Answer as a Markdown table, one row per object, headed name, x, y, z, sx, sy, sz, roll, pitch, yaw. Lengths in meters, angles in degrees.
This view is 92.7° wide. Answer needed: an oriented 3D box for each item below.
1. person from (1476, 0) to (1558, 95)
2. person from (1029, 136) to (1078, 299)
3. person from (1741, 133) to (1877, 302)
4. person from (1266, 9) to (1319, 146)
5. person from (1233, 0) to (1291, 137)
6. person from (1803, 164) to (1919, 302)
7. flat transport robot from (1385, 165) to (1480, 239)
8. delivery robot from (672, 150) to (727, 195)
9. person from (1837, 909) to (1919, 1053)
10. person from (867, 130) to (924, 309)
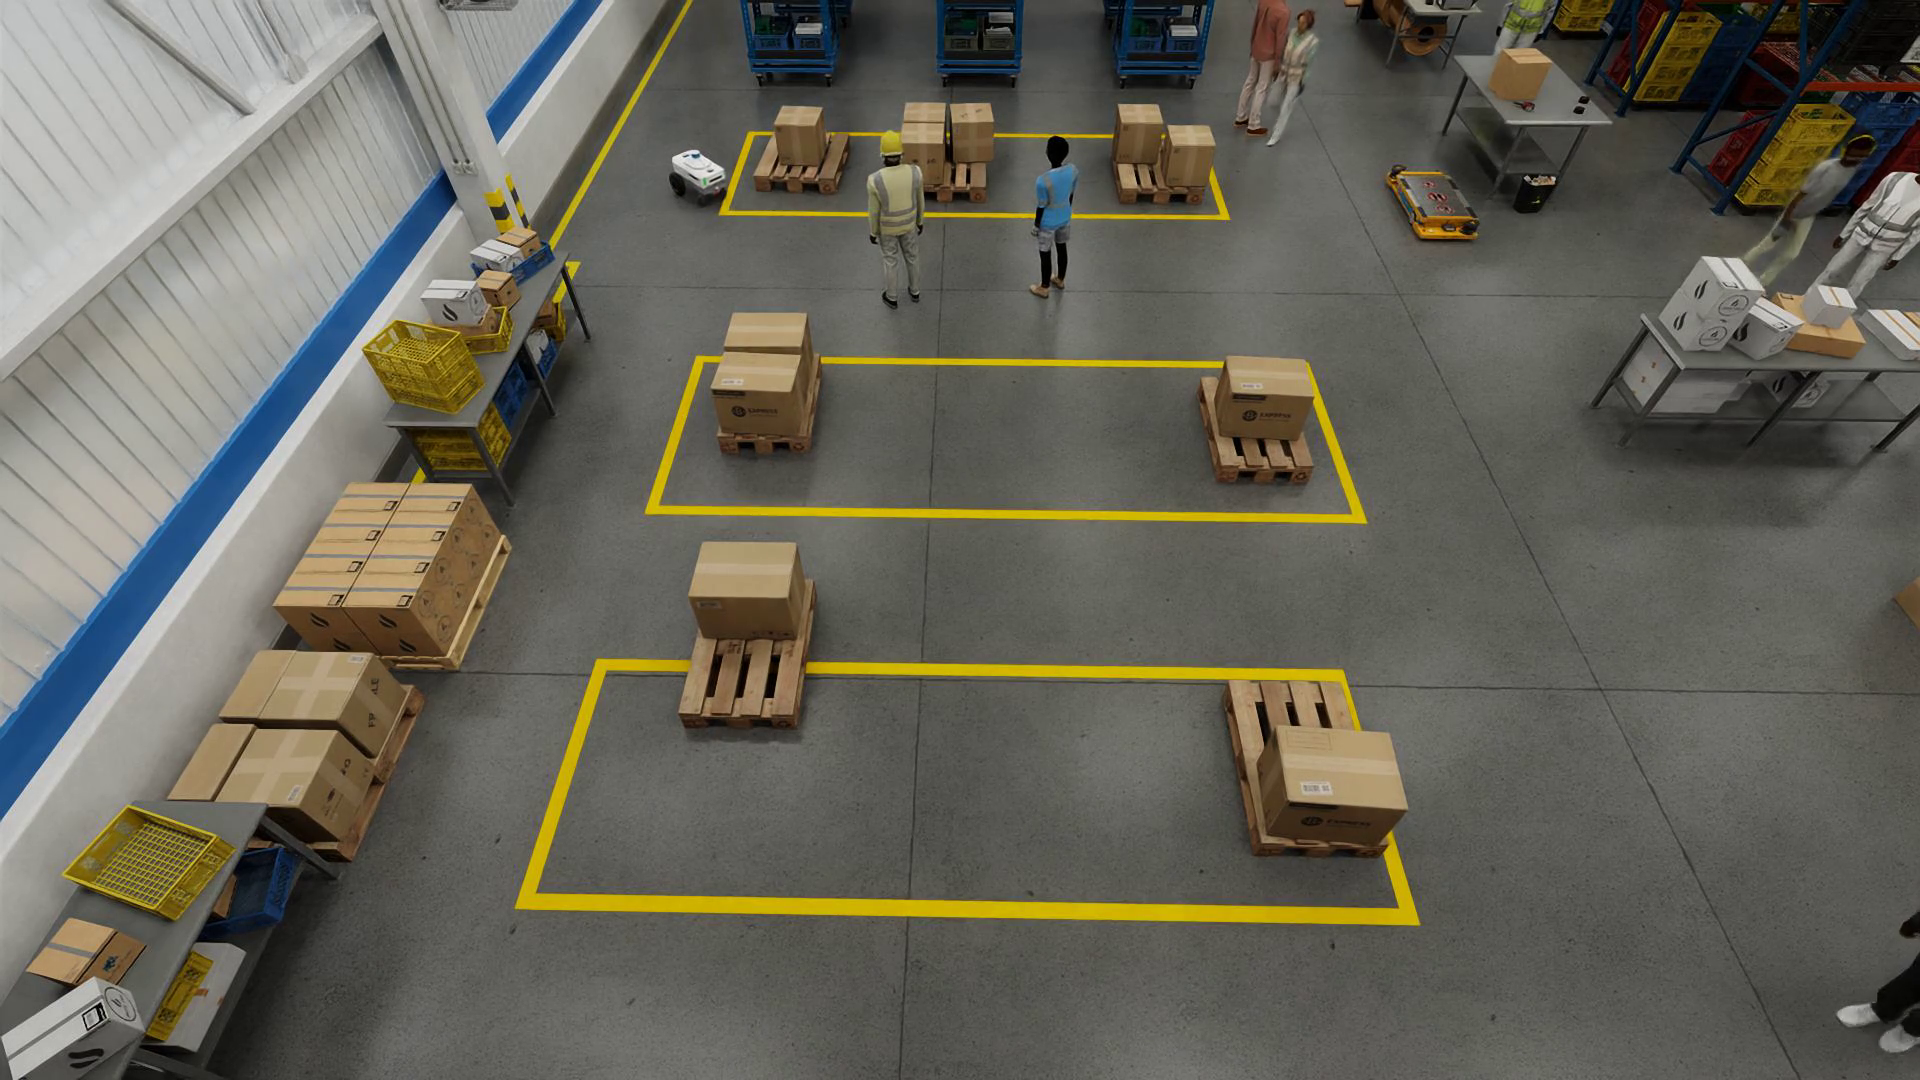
| name | x | y | z | sx | sy | sz | roll | pitch | yaw |
| --- | --- | --- | --- | --- | --- | --- | --- | --- | --- |
| person | 7.734 | -7.070 | 12.613 | 0.629 | 1.837 | 0.431 | 20 | 52 | 16 |
| person | 0.953 | -3.297 | 9.431 | 0.537 | 1.695 | 0.321 | -31 | 56 | -24 |
| person | 8.541 | -3.281 | 9.331 | 0.541 | 1.823 | 0.676 | -2 | 49 | -2 |
| person | 4.255 | -5.921 | 11.748 | 0.434 | 1.627 | 0.520 | -33 | 57 | -25 |
| person | 3.956 | -6.266 | 11.807 | 0.387 | 1.992 | 0.626 | -16 | 51 | -14 |
| person | 8.972 | -2.924 | 8.993 | 0.343 | 1.878 | 0.578 | -27 | 54 | -21 |
| flat transport robot | 5.692 | -4.094 | 11.059 | 0.652 | 0.197 | 1.431 | 1 | 49 | 1 |
| delivery robot | -3.174 | -4.491 | 11.156 | 0.707 | 0.478 | 0.477 | 37 | 58 | 27 |
| person | 5.163 | 2.113 | 4.633 | 0.495 | 1.872 | 0.655 | -8 | 50 | -7 |
| person | -0.648 | -3.207 | 9.266 | 0.601 | 1.830 | 0.404 | -19 | 52 | -16 |
